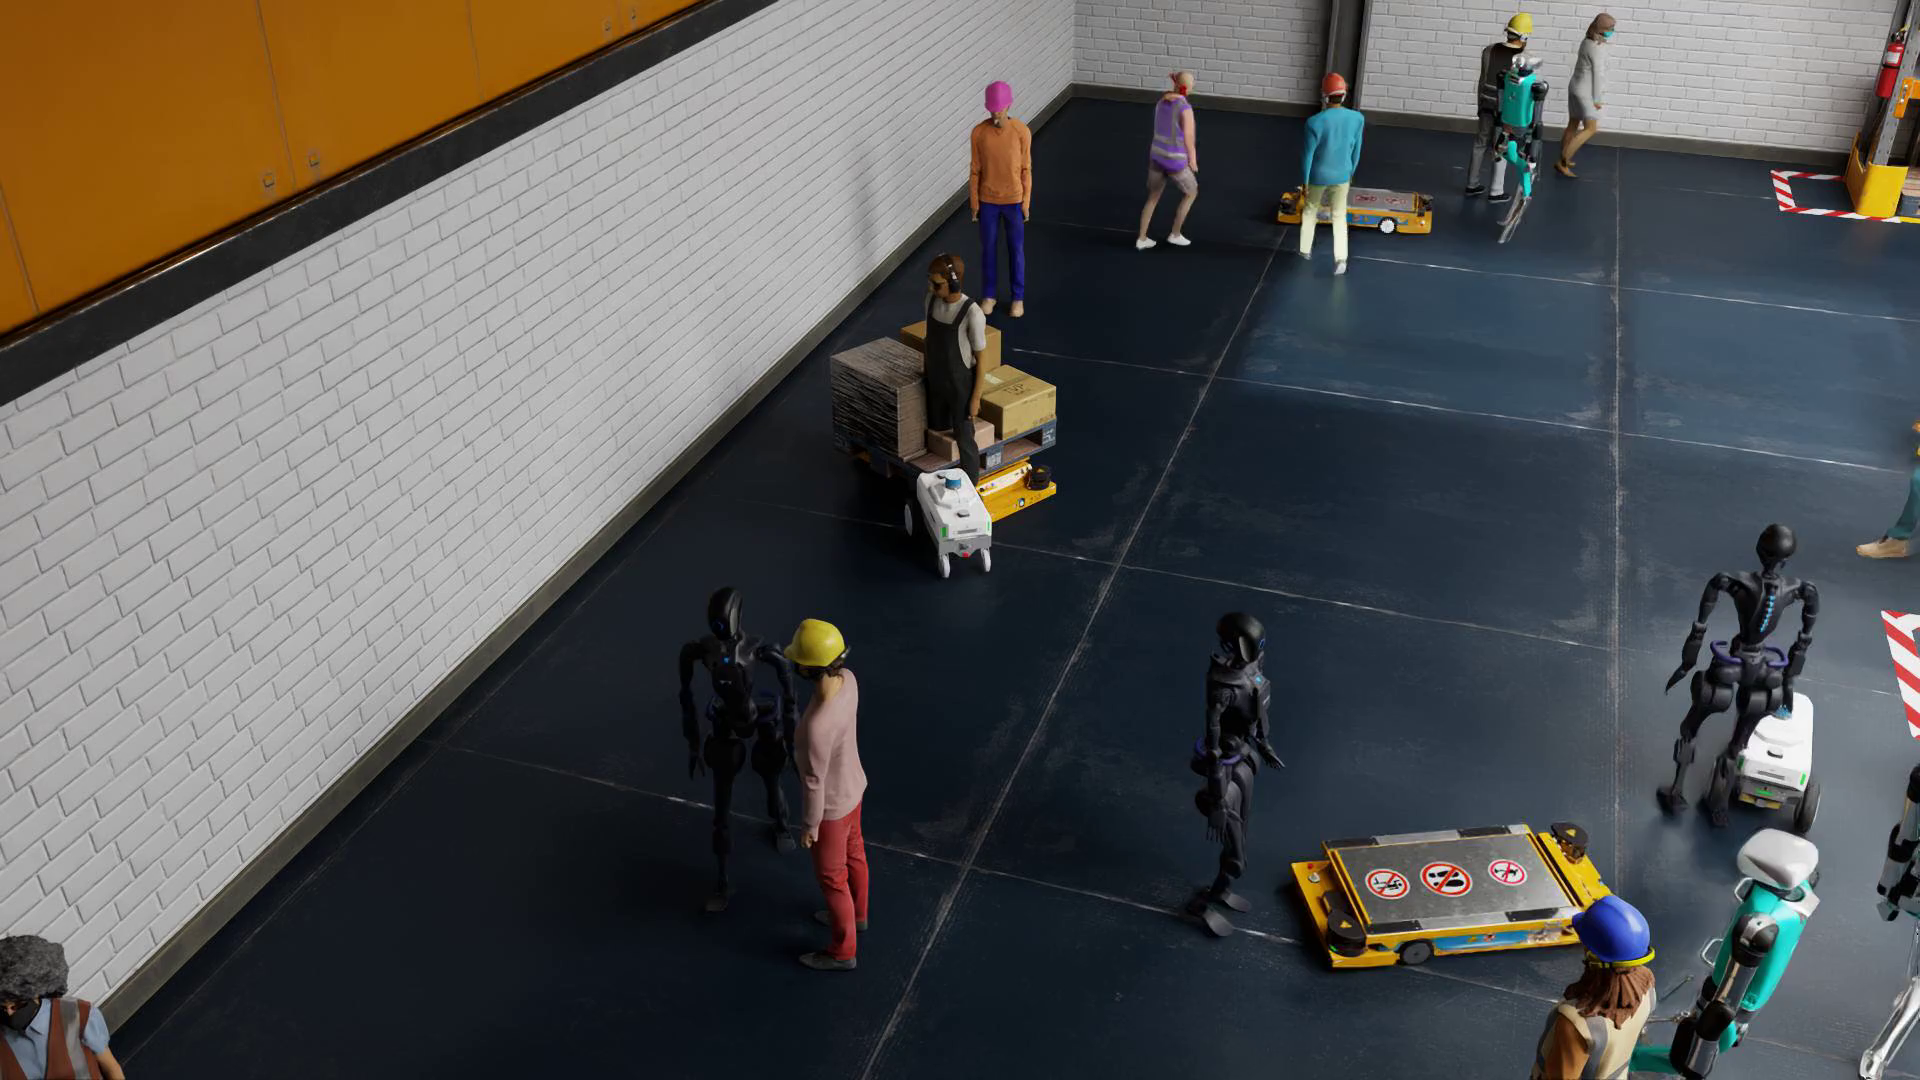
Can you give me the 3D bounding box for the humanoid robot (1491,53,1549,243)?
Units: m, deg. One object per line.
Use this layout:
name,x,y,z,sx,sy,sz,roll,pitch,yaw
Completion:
humanoid robot,5.261,-3.624,15.369,0.813,1.796,0.533,-19,35,-29

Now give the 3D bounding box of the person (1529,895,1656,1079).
person,2.138,1.953,5.814,0.465,1.778,0.309,-20,36,-30

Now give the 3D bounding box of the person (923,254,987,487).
person,-0.060,-0.980,10.743,0.332,1.837,0.517,-27,40,-37

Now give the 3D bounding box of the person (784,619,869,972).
person,-0.579,1.111,7.268,0.328,1.760,0.525,7,31,11

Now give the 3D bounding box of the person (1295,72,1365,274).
person,3.275,-3.229,14.684,0.561,1.719,0.822,-3,31,-5

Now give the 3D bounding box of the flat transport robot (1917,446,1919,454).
flat transport robot,7.579,-0.637,11.708,1.431,0.231,0.659,-10,32,-16

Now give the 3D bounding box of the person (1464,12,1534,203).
person,5.317,-4.228,16.289,0.406,1.826,0.595,-21,37,-32

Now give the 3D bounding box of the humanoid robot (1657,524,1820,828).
humanoid robot,3.799,0.659,8.117,0.593,1.655,0.342,5,31,8

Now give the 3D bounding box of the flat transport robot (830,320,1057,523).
flat transport robot,-0.067,-0.537,11.539,0.659,0.231,1.431,-25,38,-35

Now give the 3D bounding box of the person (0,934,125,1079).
person,-3.087,2.038,5.753,0.435,1.689,0.311,-14,33,-22

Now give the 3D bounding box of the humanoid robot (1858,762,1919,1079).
humanoid robot,4.103,1.419,6.786,1.026,1.731,0.531,-25,39,-36

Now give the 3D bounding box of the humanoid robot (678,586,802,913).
humanoid robot,-0.988,0.936,7.684,0.593,1.640,0.708,3,31,4

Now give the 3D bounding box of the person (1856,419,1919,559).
person,6.259,-0.705,10.286,0.911,1.823,0.520,-1,30,-2

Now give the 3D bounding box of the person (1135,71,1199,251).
person,1.914,-3.410,15.044,0.570,1.659,0.511,-16,34,-25

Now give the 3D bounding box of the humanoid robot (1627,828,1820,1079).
humanoid robot,2.644,1.750,6.201,0.700,1.795,0.548,25,39,36

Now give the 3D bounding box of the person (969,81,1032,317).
person,0.328,-2.809,13.732,0.518,1.972,0.404,4,31,6

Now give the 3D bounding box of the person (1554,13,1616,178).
person,6.365,-4.554,17.004,0.403,1.655,0.579,-2,31,-4

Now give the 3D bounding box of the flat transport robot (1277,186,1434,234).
flat transport robot,3.823,-3.200,16.069,1.431,0.231,0.659,7,31,13

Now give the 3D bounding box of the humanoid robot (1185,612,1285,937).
humanoid robot,1.238,1.027,7.484,0.342,1.657,0.601,17,34,26

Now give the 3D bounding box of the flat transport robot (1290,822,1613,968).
flat transport robot,2.342,1.660,7.801,1.431,0.231,0.659,-4,31,-6

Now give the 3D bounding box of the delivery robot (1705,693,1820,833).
delivery robot,4.142,1.078,8.506,0.499,0.592,0.791,13,33,21

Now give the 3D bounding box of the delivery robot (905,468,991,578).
delivery robot,-0.046,-0.160,10.607,0.499,0.586,0.773,-7,31,-12
